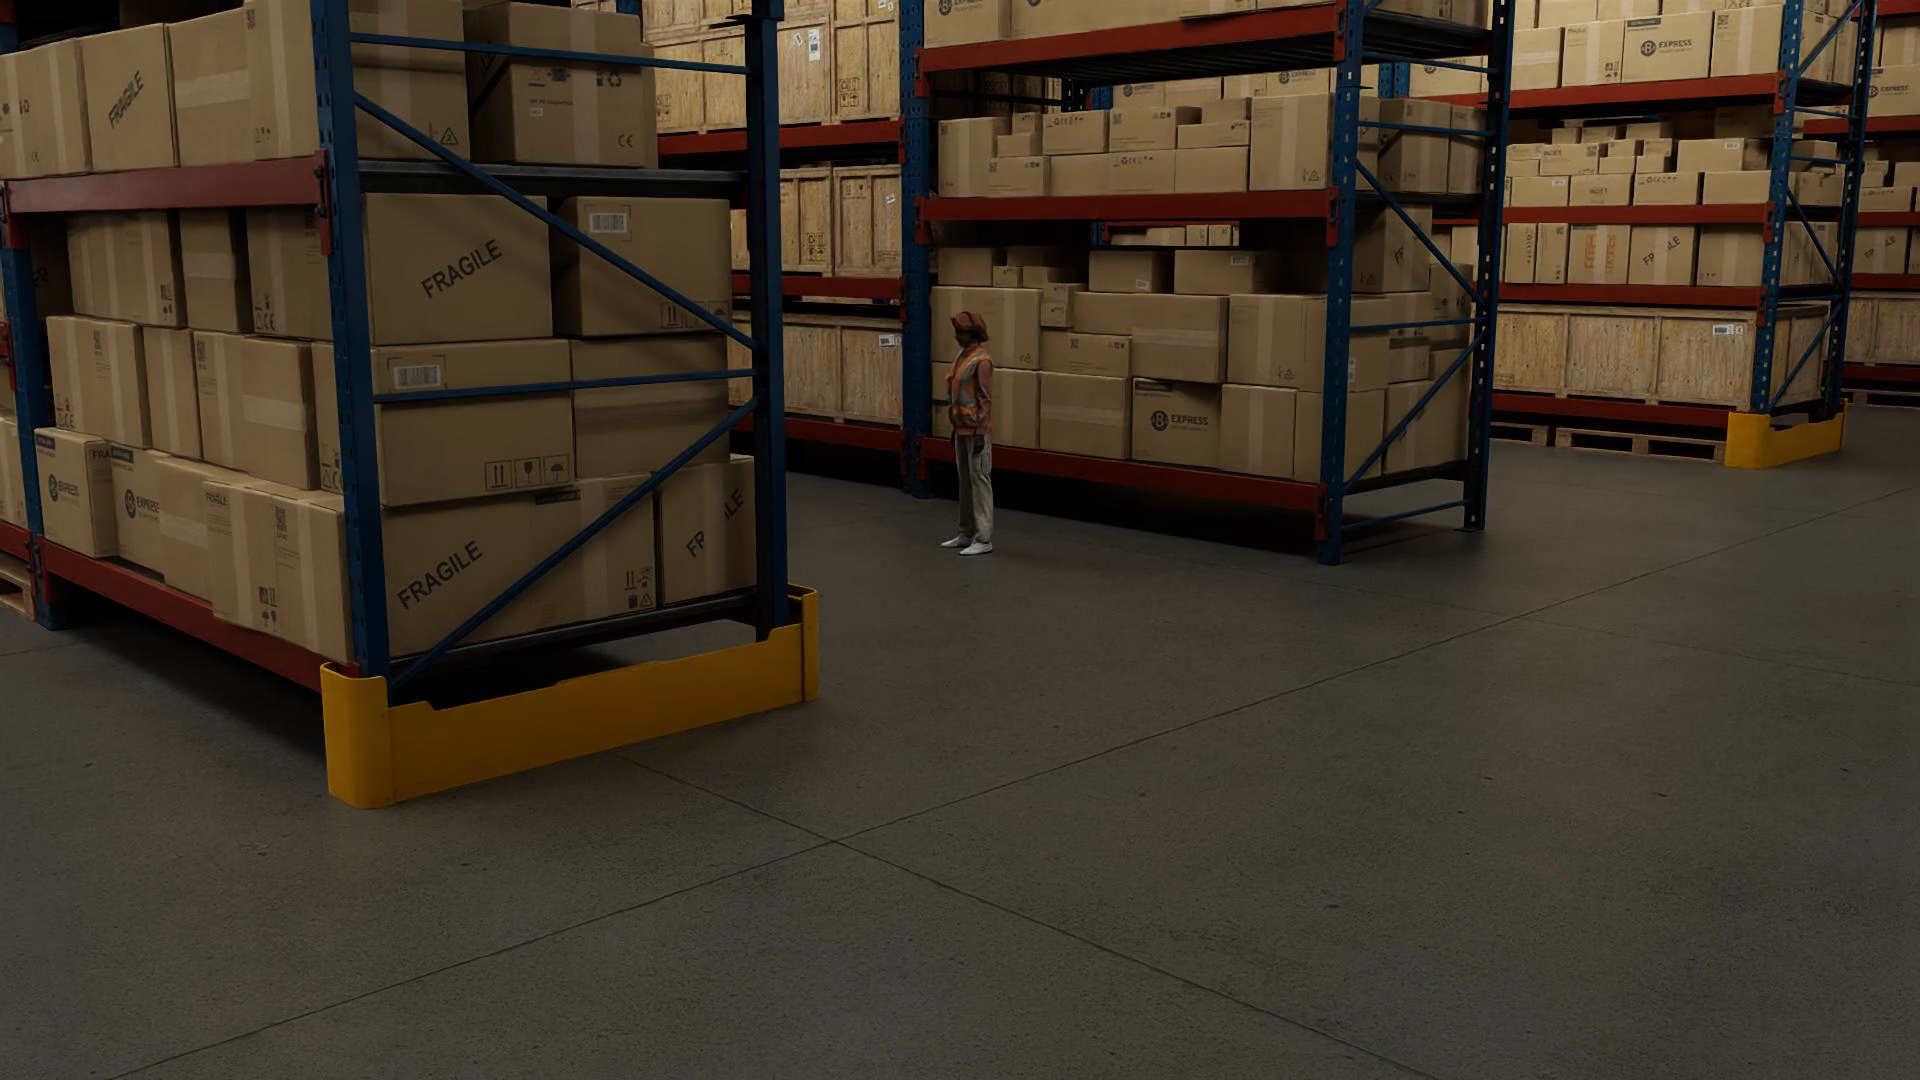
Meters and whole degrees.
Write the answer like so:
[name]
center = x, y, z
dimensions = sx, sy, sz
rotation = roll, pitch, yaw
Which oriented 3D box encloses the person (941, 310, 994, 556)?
[person]
center = 0.073, -0.718, 11.160
dimensions = 0.308, 1.638, 0.511
rotation = -4, 11, -21
